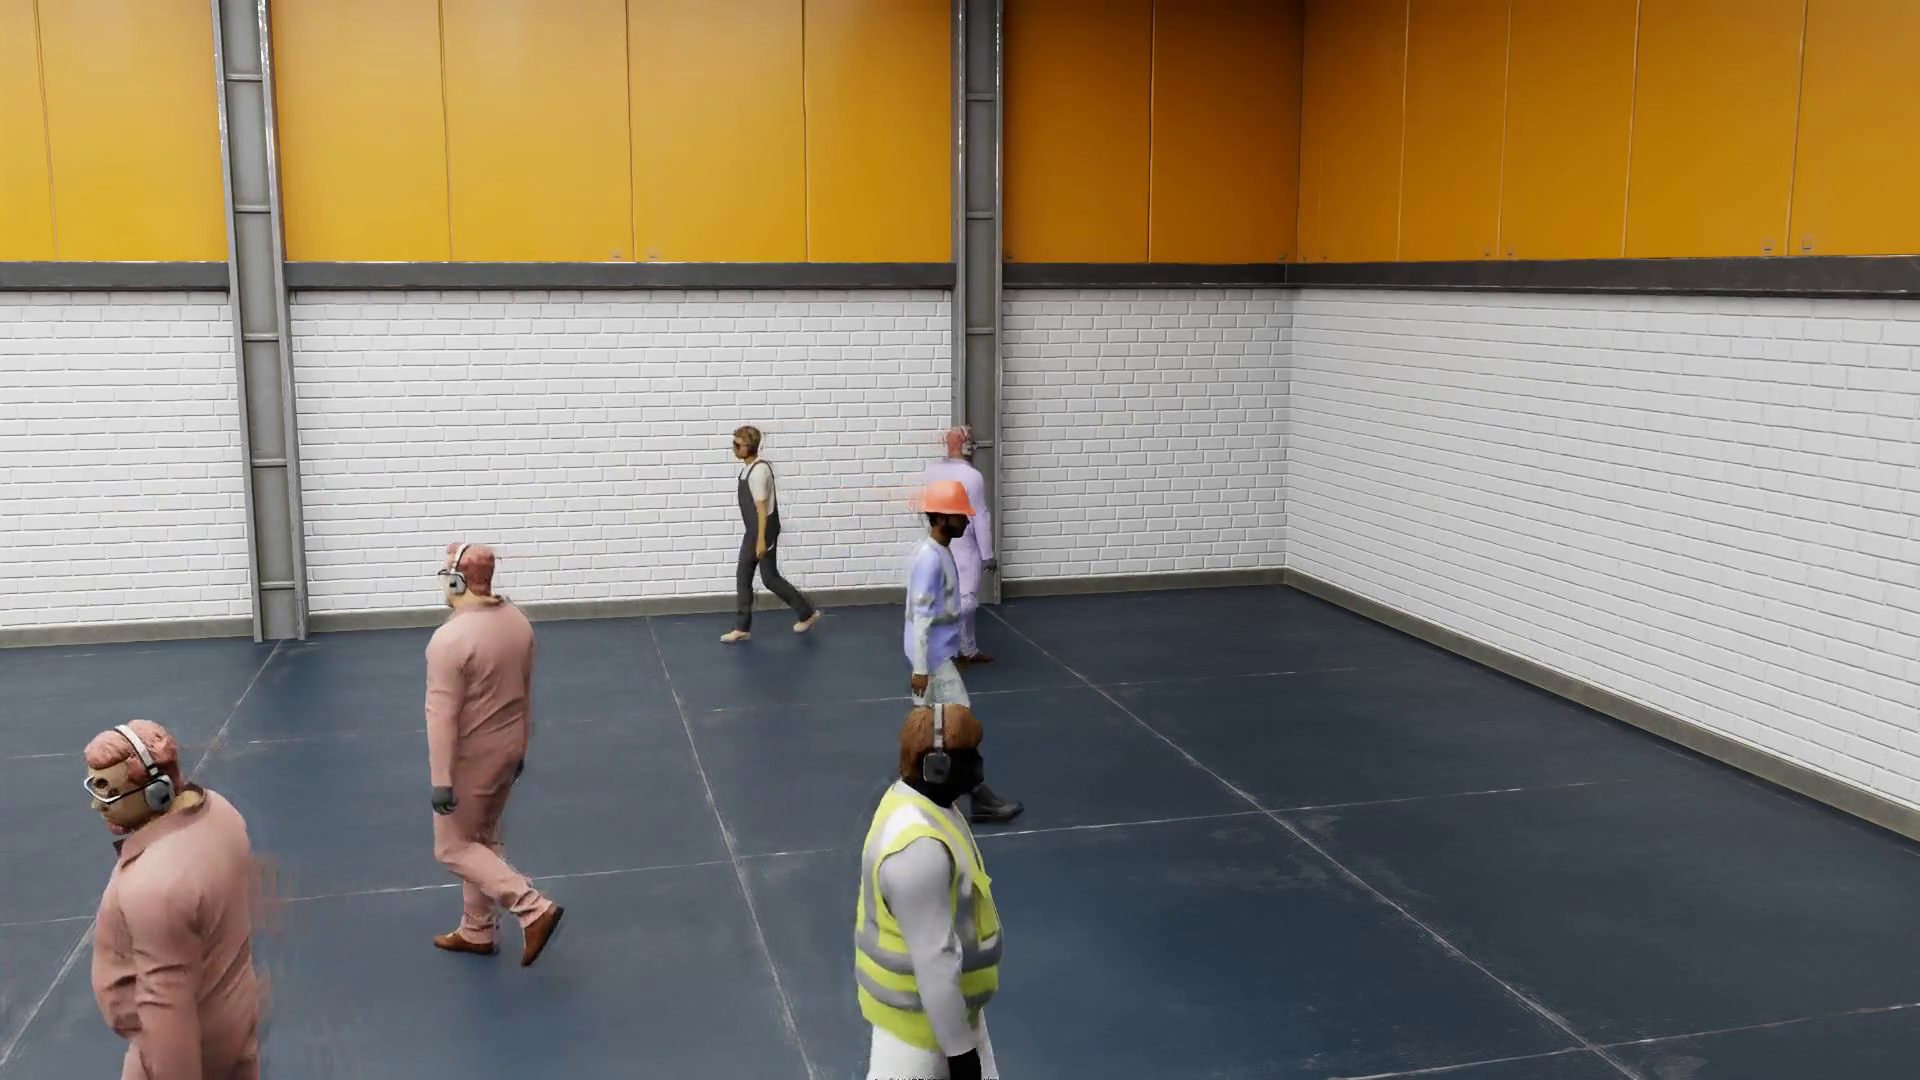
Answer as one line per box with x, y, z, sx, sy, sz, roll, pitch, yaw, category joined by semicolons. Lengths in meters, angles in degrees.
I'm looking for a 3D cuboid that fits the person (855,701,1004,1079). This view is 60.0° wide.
-0.165;1.359;4.907;0.902;1.809;0.625;1;9;5;person

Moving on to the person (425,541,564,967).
-2.054;0.942;7.241;0.648;1.884;0.656;3;9;16;person

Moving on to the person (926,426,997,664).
-0.057;0.074;12.671;0.769;1.886;0.636;-5;11;-31;person

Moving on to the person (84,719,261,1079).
-2.069;1.373;4.626;0.800;1.861;0.681;-1;9;-6;person

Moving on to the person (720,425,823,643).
-1.572;-0.056;13.720;0.808;1.818;0.511;-4;10;-25;person

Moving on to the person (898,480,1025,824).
0.005;0.622;9.165;0.859;1.904;0.577;1;9;4;person
